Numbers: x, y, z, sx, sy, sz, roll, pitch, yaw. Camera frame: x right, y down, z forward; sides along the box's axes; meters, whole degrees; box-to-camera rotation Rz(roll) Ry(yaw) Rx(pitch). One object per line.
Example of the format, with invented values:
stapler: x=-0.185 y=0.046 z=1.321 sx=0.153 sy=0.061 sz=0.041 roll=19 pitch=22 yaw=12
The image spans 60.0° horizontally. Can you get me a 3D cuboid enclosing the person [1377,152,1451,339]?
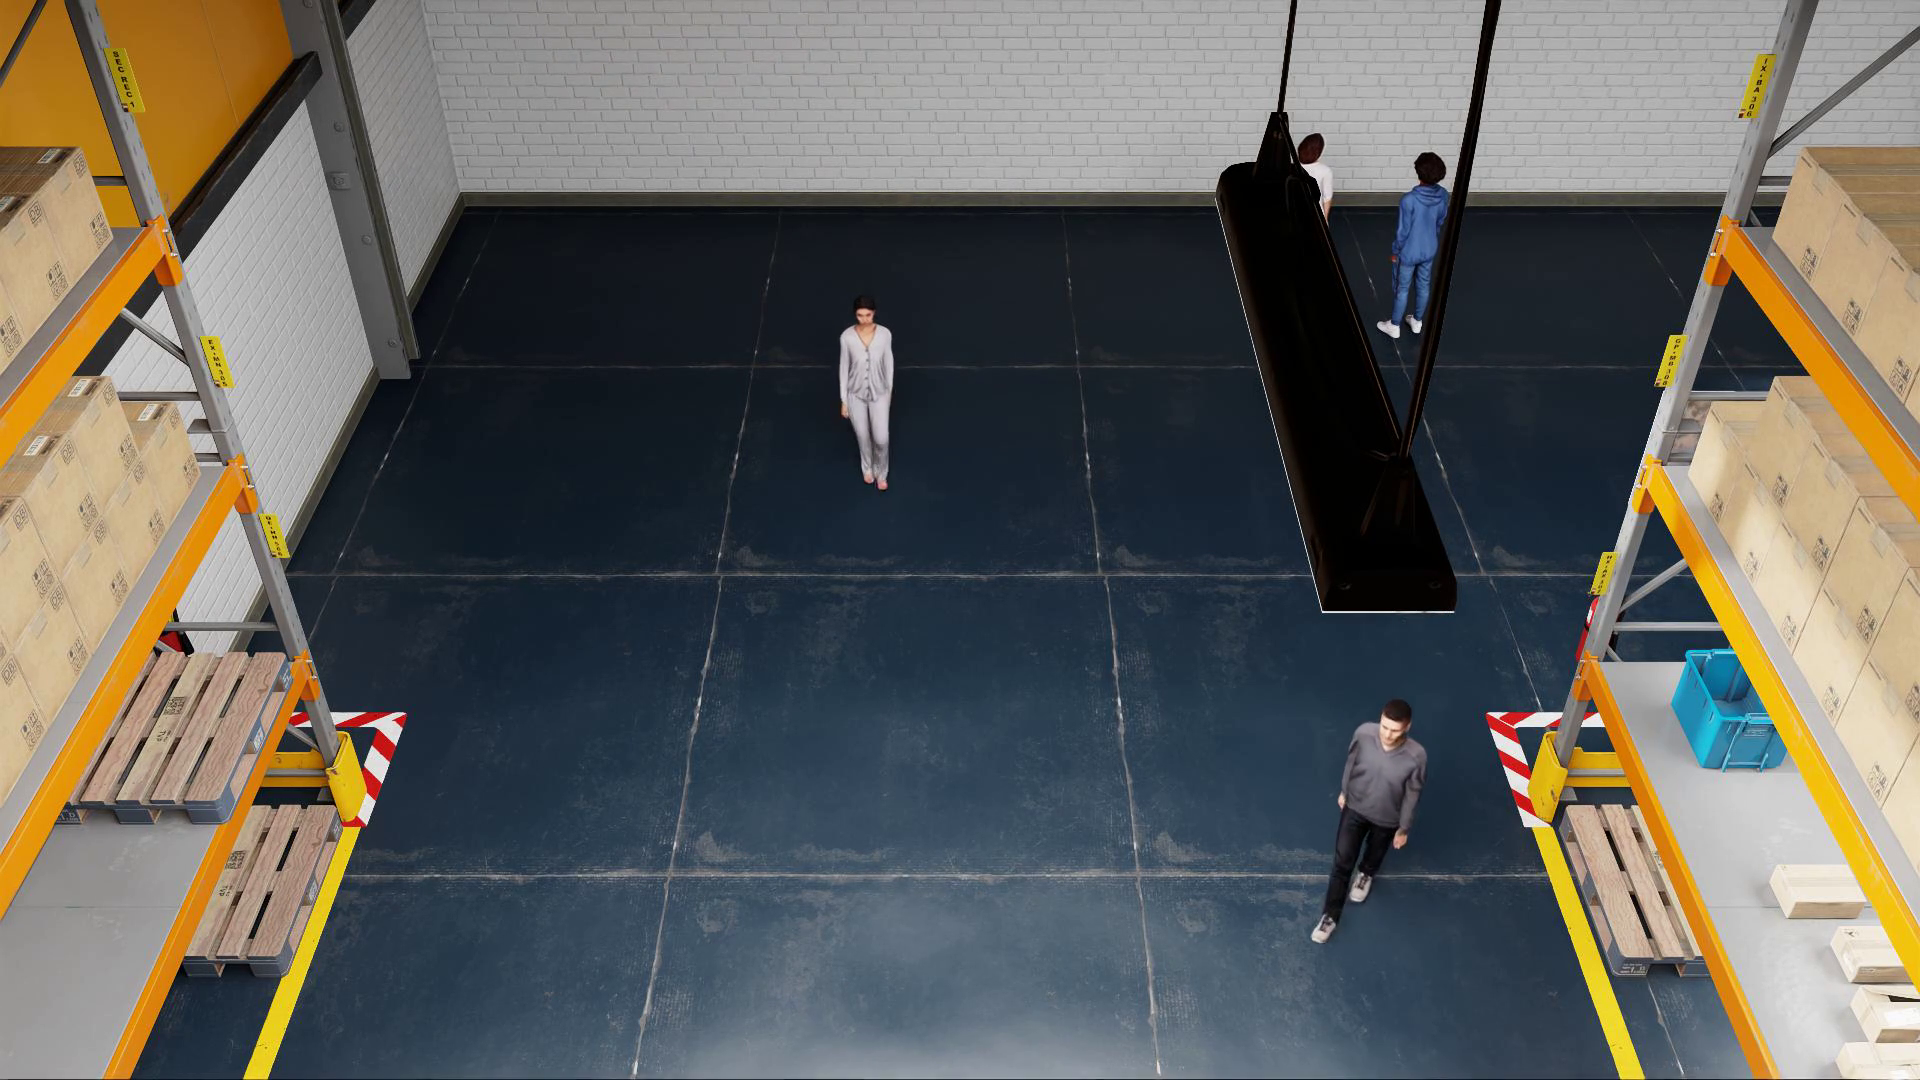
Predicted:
person: x=4.187 y=-2.699 z=15.254 sx=0.736 sy=1.811 sz=0.681 roll=-11 pitch=40 yaw=-13

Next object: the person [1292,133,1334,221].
person: x=3.221 y=-2.960 z=15.593 sx=0.669 sy=1.794 sz=0.640 roll=13 pitch=41 yaw=16

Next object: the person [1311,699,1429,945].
person: x=2.518 y=1.561 z=9.981 sx=0.927 sy=1.734 sz=1.121 roll=18 pitch=42 yaw=21

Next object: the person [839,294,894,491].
person: x=-0.767 y=-1.242 z=13.472 sx=0.609 sy=1.757 sz=0.646 roll=-2 pitch=39 yaw=-3
